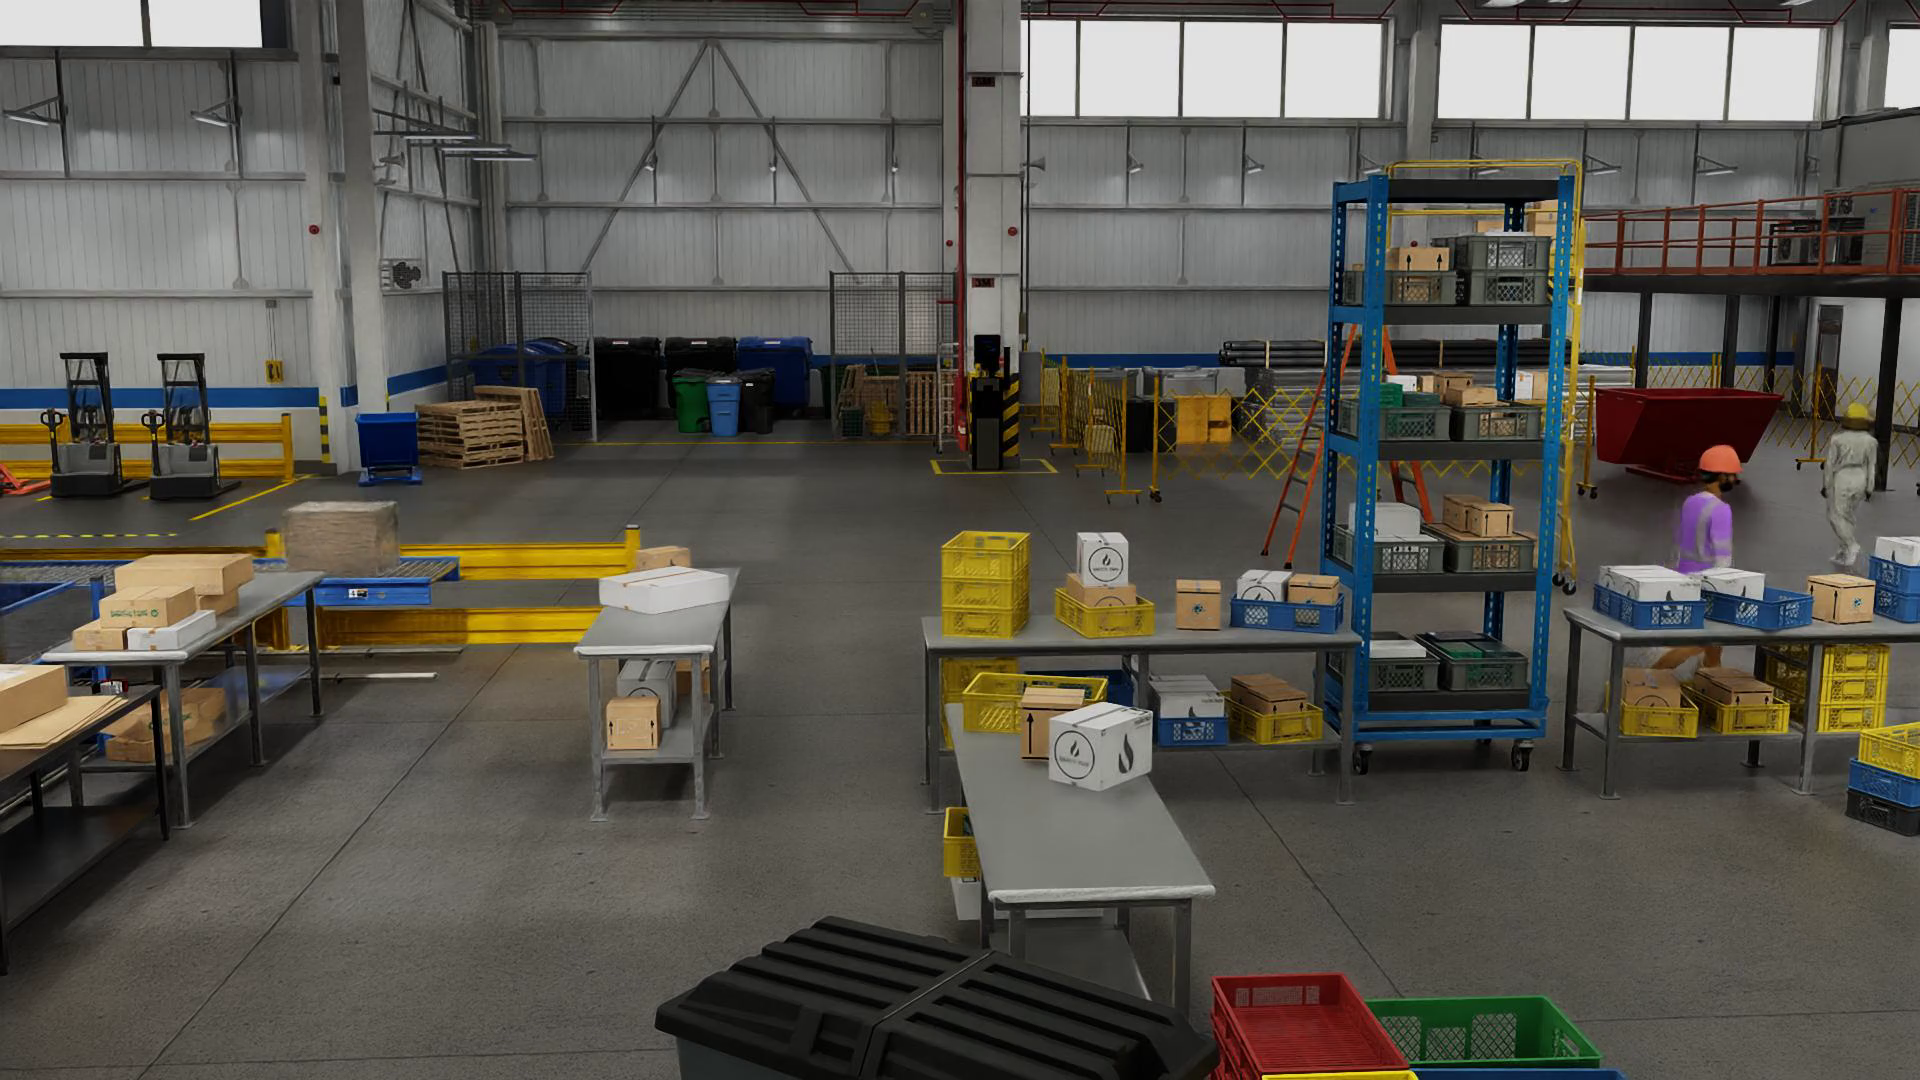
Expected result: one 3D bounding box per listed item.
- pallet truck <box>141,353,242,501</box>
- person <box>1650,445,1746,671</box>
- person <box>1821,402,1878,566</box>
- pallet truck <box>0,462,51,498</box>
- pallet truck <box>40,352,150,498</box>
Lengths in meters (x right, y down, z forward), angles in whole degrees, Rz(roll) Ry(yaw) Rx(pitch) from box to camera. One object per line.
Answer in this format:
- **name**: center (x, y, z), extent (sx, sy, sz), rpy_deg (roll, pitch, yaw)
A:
- **pallet truck**: center (-10.520, -1.604, 22.925), extent (0.823, 1.965, 1.885), rpy_deg (-1, 9, -6)
- **person**: center (4.947, 0.304, 11.234), extent (0.883, 1.915, 0.559), rpy_deg (1, 9, 3)
- **person**: center (9.241, -0.567, 17.245), extent (0.493, 1.726, 0.643), rpy_deg (0, 9, 0)
- **pallet truck**: center (-13.193, -1.293, 23.148), extent (0.653, 1.274, 1.630), rpy_deg (-1, 9, -4)
- **pallet truck**: center (-11.907, -1.642, 23.165), extent (0.823, 1.965, 1.885), rpy_deg (0, 9, 0)
